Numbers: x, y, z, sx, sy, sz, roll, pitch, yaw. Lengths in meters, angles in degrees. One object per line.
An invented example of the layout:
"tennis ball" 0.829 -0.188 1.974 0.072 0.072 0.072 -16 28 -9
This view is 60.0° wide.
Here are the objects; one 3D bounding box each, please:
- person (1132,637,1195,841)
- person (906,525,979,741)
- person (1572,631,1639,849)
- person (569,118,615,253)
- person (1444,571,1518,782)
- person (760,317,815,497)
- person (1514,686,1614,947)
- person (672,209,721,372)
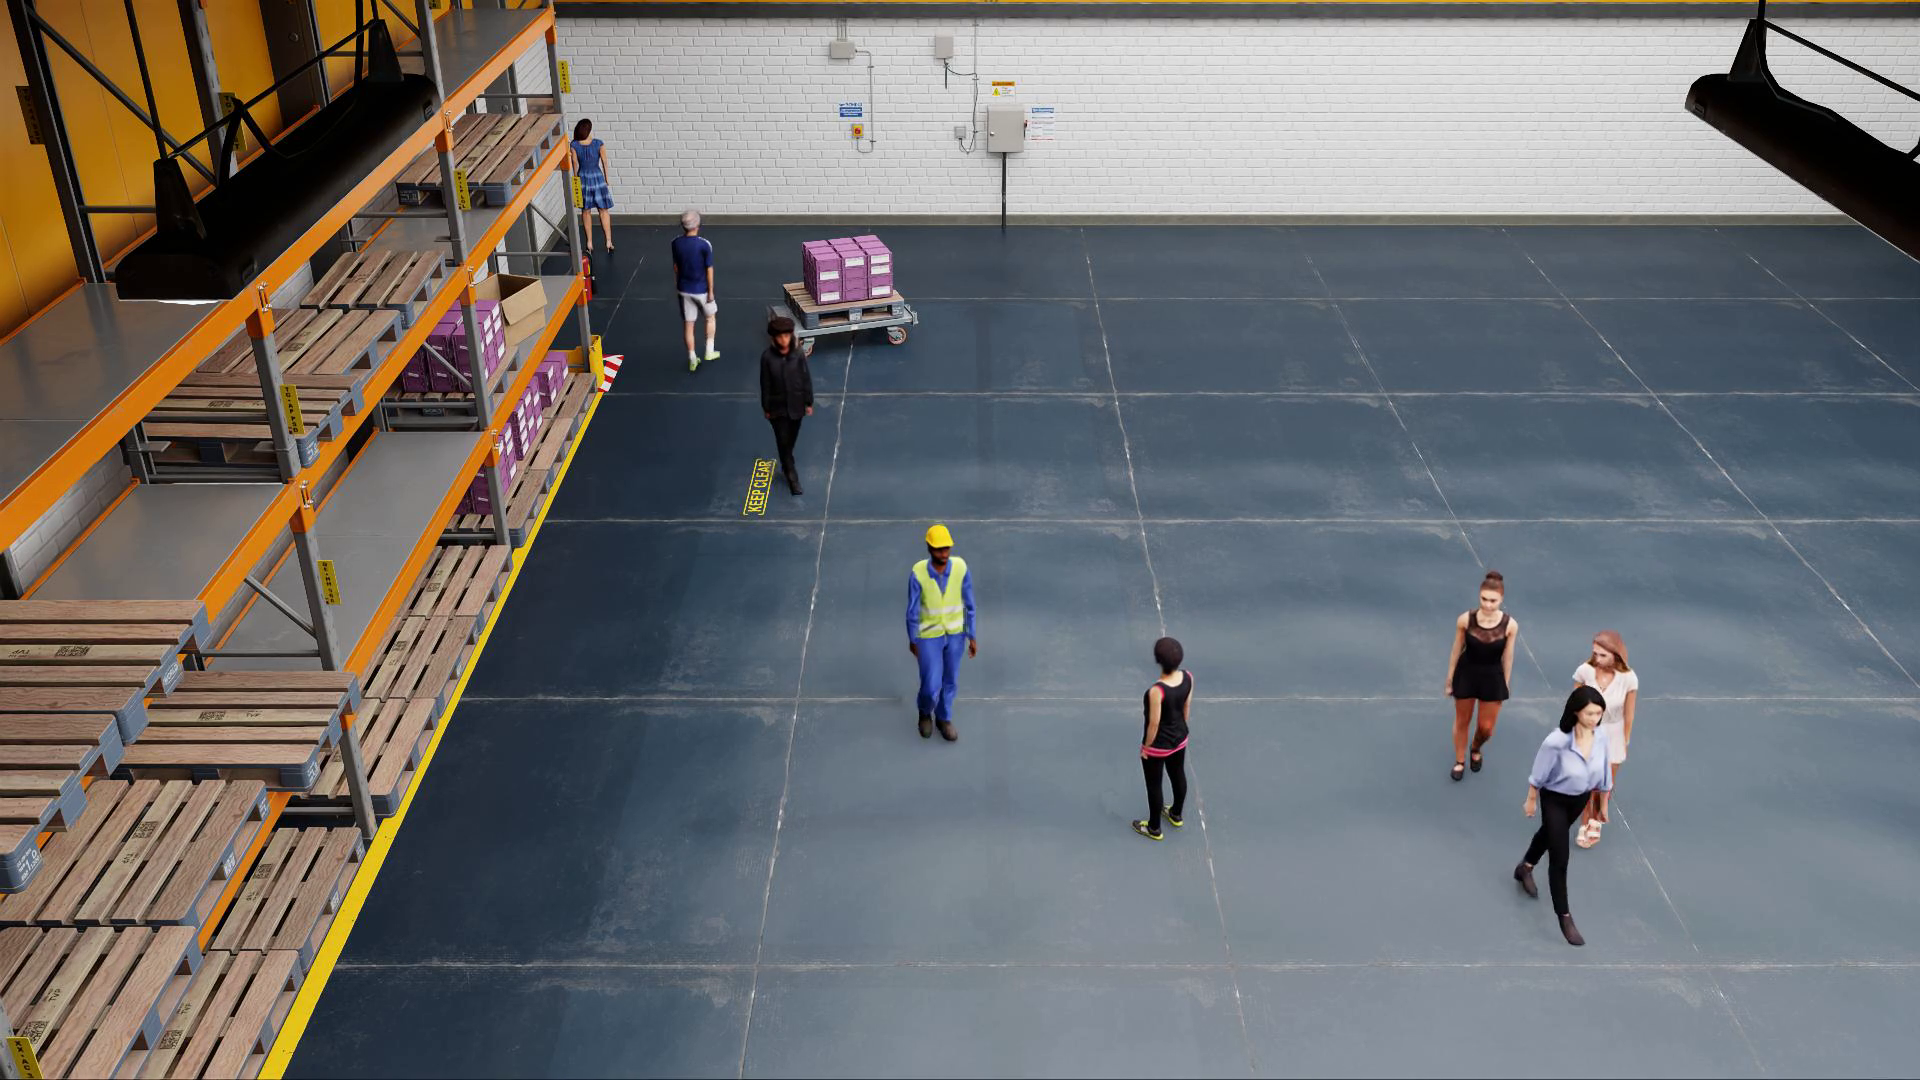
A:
"person" 1.409 1.342 11.357 0.622 1.551 0.665 -21 35 -33
"person" -0.165 0.657 12.352 0.763 1.801 0.776 -10 30 -18
"person" 4.340 1.309 11.292 0.699 1.672 0.728 12 31 21
"person" -4.926 -4.733 22.229 0.693 1.805 0.611 -4 29 -7
"person" 3.737 0.954 11.944 0.697 1.670 0.732 9 30 17
"person" -1.695 -1.335 16.075 0.888 1.733 1.158 -11 30 -19
"person" 3.814 1.637 10.652 0.871 1.710 1.141 -8 30 -14
"person" -3.004 -2.764 18.608 0.670 1.817 0.718 3 29 5
